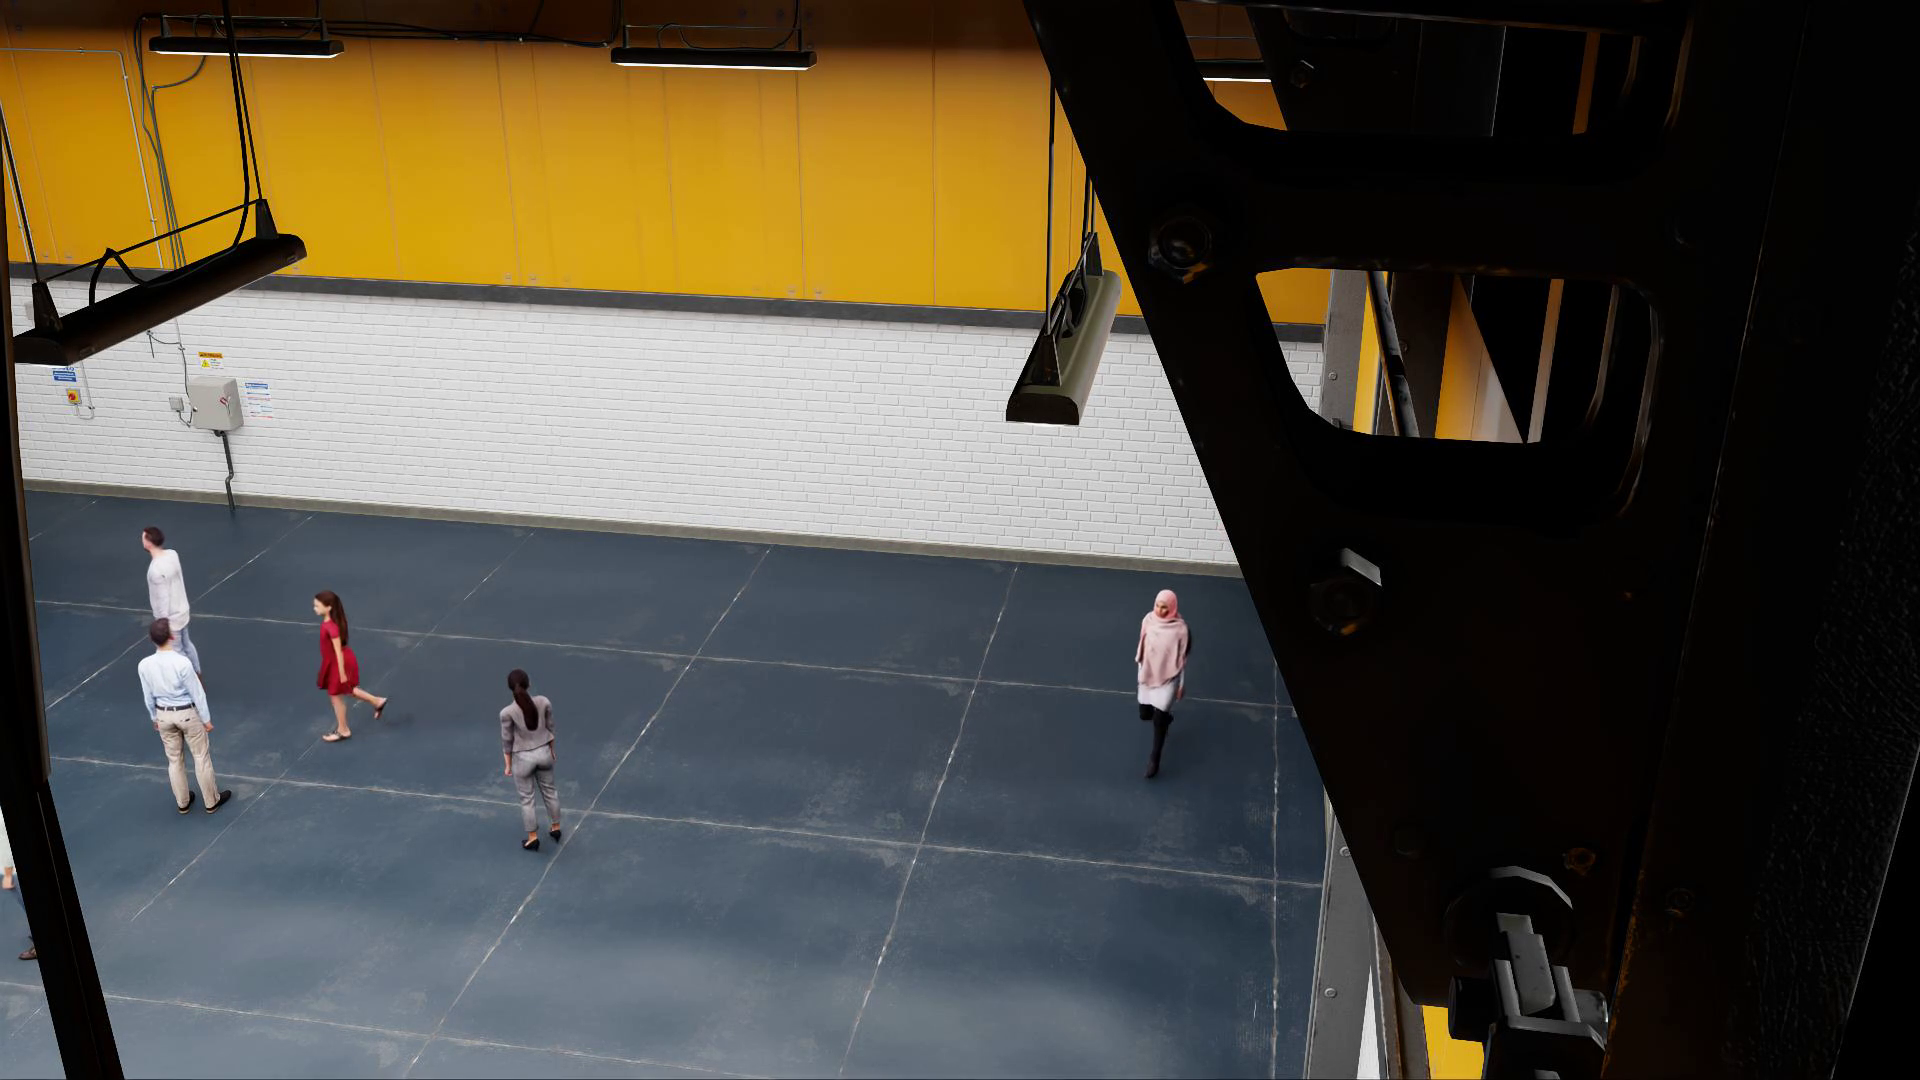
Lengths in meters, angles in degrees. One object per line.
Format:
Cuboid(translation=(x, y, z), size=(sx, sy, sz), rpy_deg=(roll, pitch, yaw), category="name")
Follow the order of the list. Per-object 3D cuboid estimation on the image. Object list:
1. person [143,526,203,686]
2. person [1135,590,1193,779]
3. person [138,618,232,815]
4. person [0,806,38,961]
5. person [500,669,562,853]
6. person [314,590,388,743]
Cuboid(translation=(-7.737, 0.701, 16.323), size=(0.789, 1.839, 0.588), rpy_deg=(-1, 24, -3), category="person")
Cuboid(translation=(1.851, 1.253, 15.121), size=(0.811, 1.790, 1.026), rpy_deg=(12, 26, 25), category="person")
Cuboid(translation=(-6.762, 1.532, 14.413), size=(0.700, 1.846, 0.665), rpy_deg=(-1, 24, -2), category="person")
Cuboid(translation=(-7.137, 2.423, 12.615), size=(0.686, 1.653, 0.530), rpy_deg=(-3, 24, -7), category="person")
Cuboid(translation=(-3.585, 1.843, 13.912), size=(0.705, 1.677, 0.772), rpy_deg=(-17, 29, -34), category="person")
Cuboid(translation=(-5.773, 1.152, 15.669), size=(0.859, 1.536, 0.878), rpy_deg=(-10, 25, -21), category="person")
